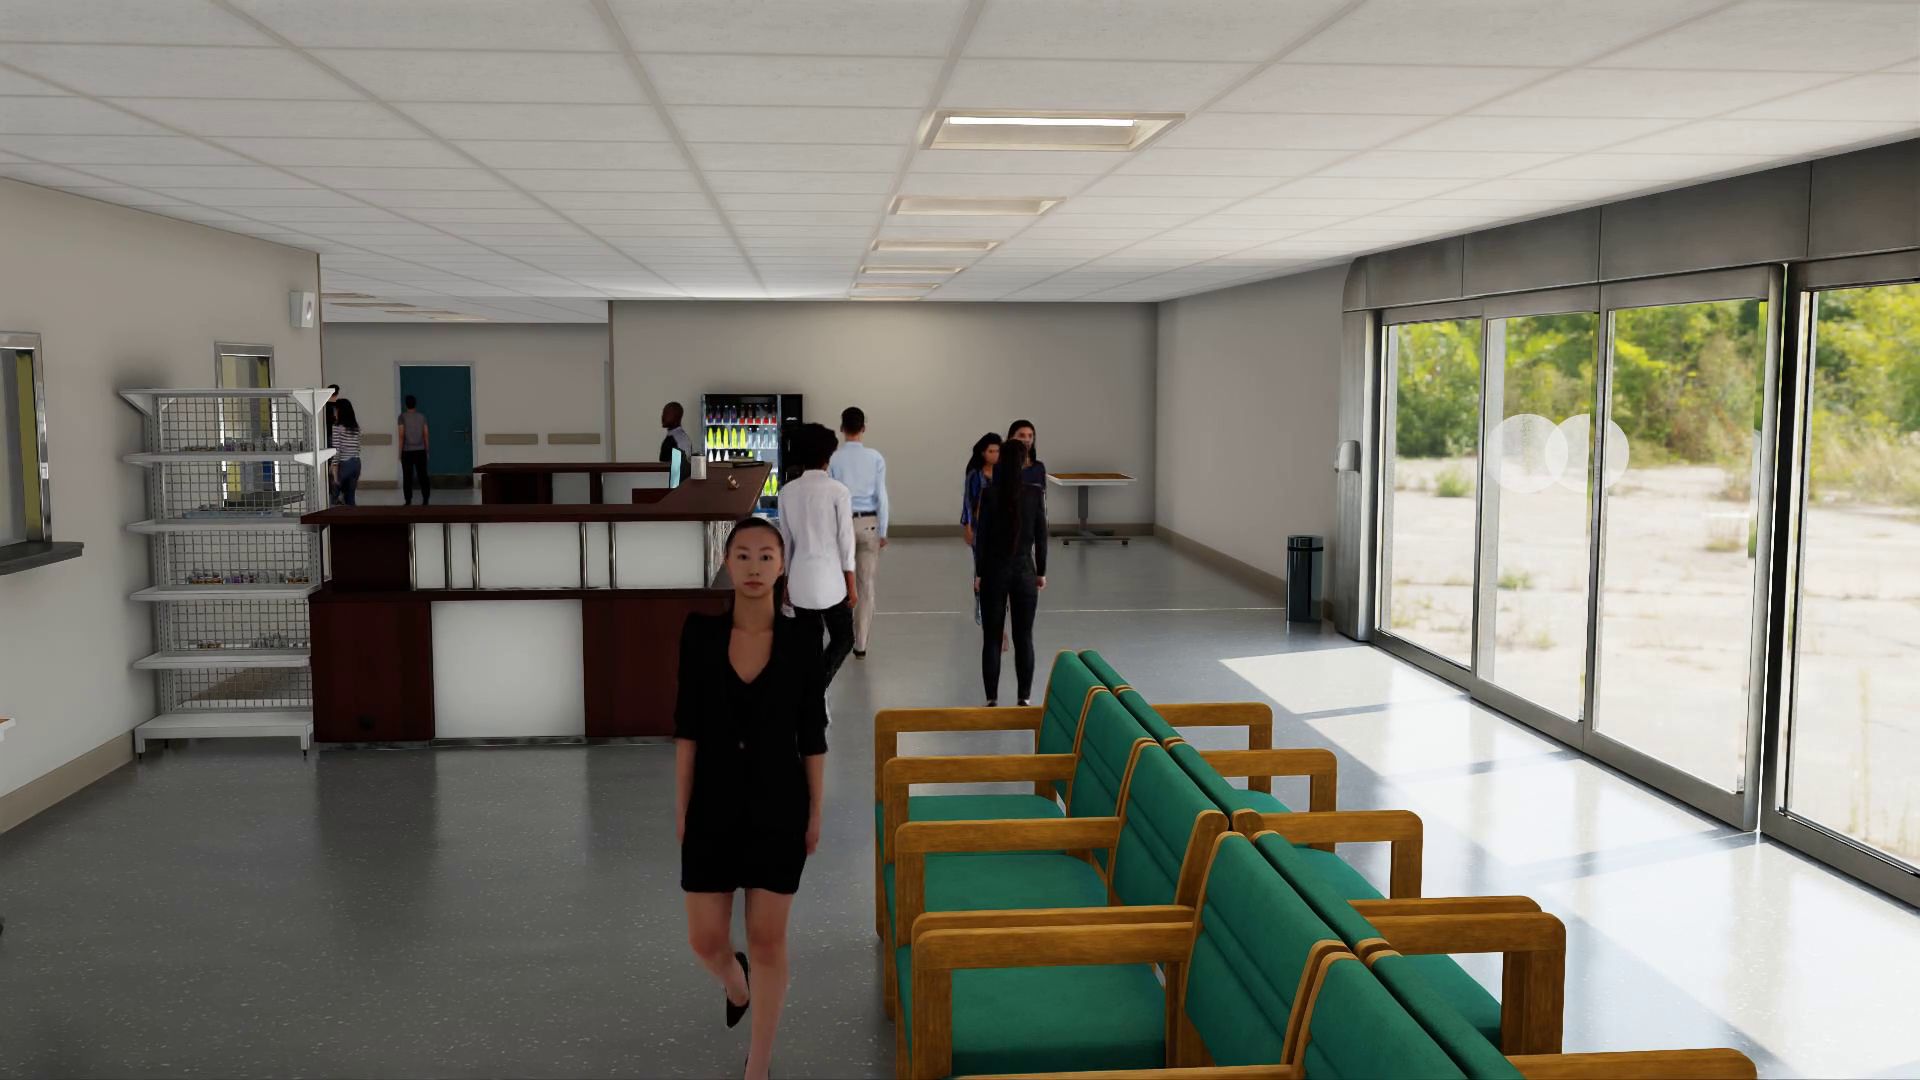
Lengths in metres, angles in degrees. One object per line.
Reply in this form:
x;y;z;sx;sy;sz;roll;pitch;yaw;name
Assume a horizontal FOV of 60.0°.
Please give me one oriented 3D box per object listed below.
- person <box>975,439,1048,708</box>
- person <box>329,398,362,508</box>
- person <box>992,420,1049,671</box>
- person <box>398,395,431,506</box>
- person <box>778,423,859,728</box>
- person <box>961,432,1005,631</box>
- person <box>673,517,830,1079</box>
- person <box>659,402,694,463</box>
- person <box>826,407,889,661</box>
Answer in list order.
0.298;0.252;9.847;0.426;1.710;0.640;-1;6;-7;person
-7.219;-0.781;19.753;0.814;1.783;0.748;3;6;28;person
0.395;0.034;11.831;0.889;1.748;0.679;-1;6;-10;person
-8.439;-1.362;25.675;0.642;1.754;0.761;-4;7;-35;person
-0.843;0.235;9.581;0.812;1.797;0.853;2;6;18;person
0.216;-0.062;13.459;0.609;1.612;0.744;-2;6;-17;person
-0.610;0.778;4.750;0.664;1.684;0.644;0;6;-4;person
-2.640;-0.419;15.999;0.825;1.814;0.794;-2;6;-22;person
-0.754;-0.030;12.105;0.940;1.819;0.696;0;6;-4;person
